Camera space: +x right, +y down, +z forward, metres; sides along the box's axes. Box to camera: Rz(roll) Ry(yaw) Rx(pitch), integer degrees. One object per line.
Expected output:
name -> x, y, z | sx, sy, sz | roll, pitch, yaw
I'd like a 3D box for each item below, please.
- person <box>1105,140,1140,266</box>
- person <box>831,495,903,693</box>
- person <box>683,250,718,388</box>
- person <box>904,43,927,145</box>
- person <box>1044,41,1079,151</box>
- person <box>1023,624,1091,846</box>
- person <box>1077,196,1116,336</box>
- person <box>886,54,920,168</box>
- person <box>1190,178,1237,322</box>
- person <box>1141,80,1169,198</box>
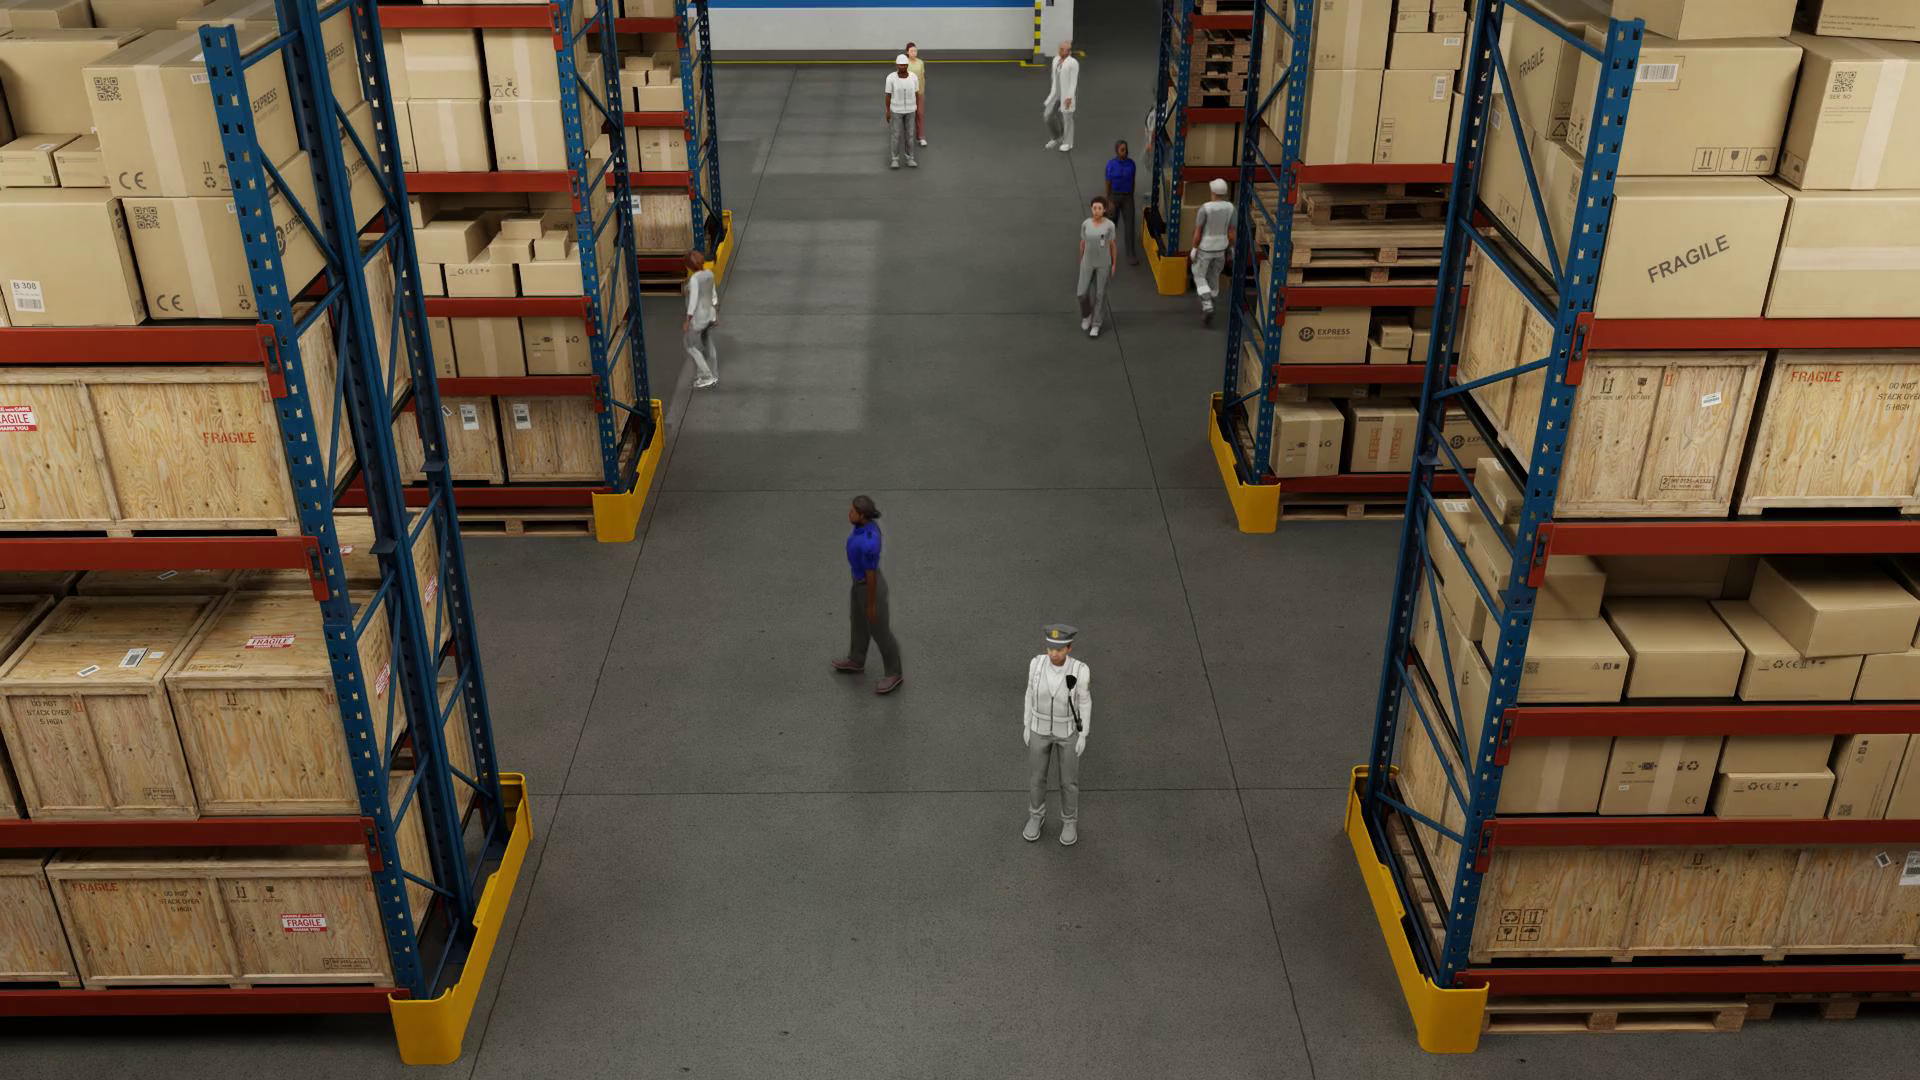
person -> 2.185, -4.536, 22.430 | 0.449, 1.645, 0.690 | -5, 29, -8
person -> -0.763, 0.376, 13.288 | 0.557, 1.646, 0.645 | -5, 29, -9
person -> -2.927, -2.471, 18.661 | 0.381, 1.598, 0.456 | 14, 31, 24
person -> -0.779, -7.474, 27.899 | 0.438, 1.673, 0.420 | -9, 29, -16
person -> 1.694, -7.338, 27.498 | 0.590, 1.776, 0.498 | 23, 36, 36
person -> 0.659, 1.326, 11.520 | 0.465, 1.690, 0.377 | 6, 29, 12
person -> 1.661, -3.318, 20.155 | 0.455, 1.672, 0.458 | 5, 29, 10
person -> -0.907, -6.896, 26.731 | 0.559, 1.771, 0.368 | -7, 29, -13
person -> 3.111, -3.607, 20.585 | 0.545, 1.793, 0.719 | -8, 29, -14
person -> 3.002, -6.047, 25.110 | 0.490, 1.758, 0.552 | 3, 28, 5
